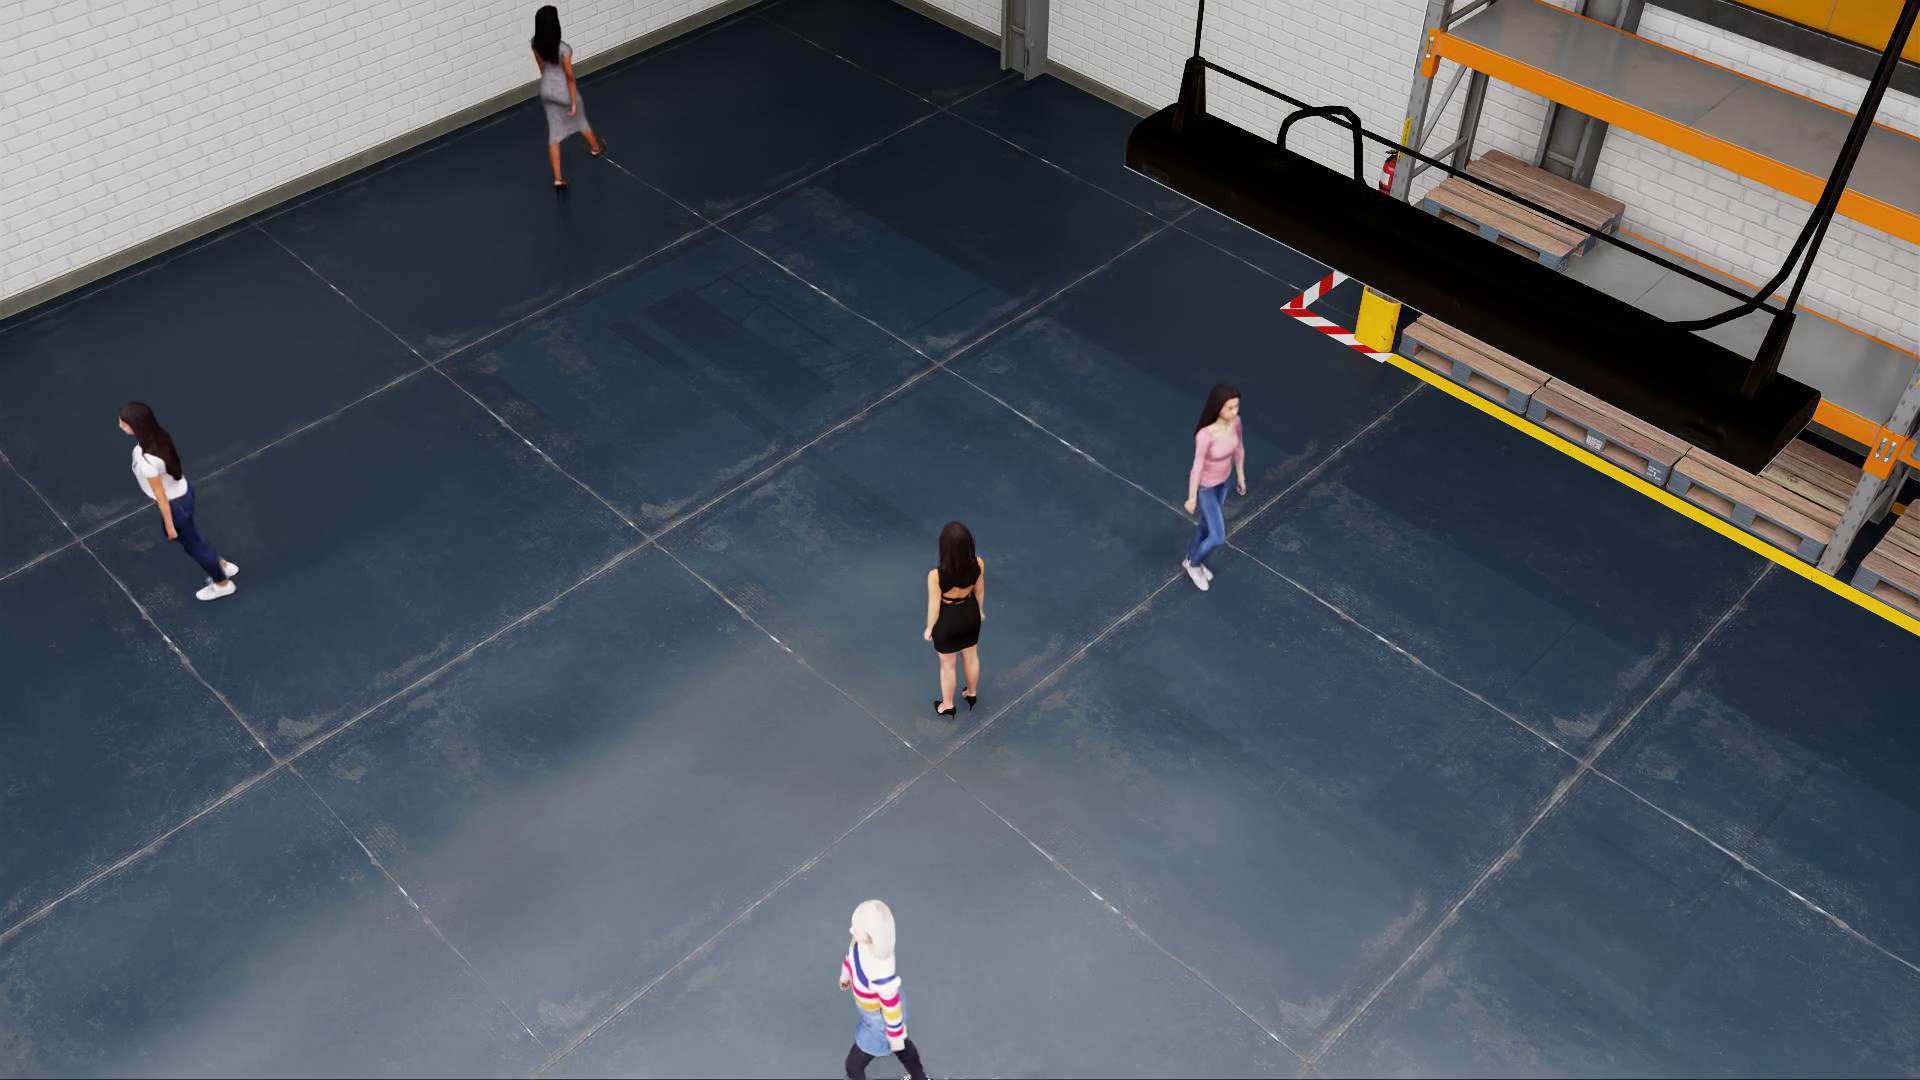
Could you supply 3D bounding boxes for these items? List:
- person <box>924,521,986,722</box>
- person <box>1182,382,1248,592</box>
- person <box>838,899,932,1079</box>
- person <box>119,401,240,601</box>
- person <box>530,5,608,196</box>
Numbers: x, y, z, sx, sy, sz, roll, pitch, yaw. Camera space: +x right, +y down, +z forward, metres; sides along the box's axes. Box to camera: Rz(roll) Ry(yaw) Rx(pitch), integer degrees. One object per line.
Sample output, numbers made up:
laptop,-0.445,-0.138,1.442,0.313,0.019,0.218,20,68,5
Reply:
person,-0.020,0.528,10.577,0.624,1.650,0.583,-18,47,-18
person,1.688,-0.419,11.510,0.600,1.734,0.581,33,53,30
person,-0.325,2.393,8.526,1.008,1.779,1.020,-9,44,-10
person,-5.238,-0.264,11.325,0.789,1.764,0.695,-12,45,-12
person,-3.713,-3.994,15.259,1.128,1.739,1.000,12,45,13
